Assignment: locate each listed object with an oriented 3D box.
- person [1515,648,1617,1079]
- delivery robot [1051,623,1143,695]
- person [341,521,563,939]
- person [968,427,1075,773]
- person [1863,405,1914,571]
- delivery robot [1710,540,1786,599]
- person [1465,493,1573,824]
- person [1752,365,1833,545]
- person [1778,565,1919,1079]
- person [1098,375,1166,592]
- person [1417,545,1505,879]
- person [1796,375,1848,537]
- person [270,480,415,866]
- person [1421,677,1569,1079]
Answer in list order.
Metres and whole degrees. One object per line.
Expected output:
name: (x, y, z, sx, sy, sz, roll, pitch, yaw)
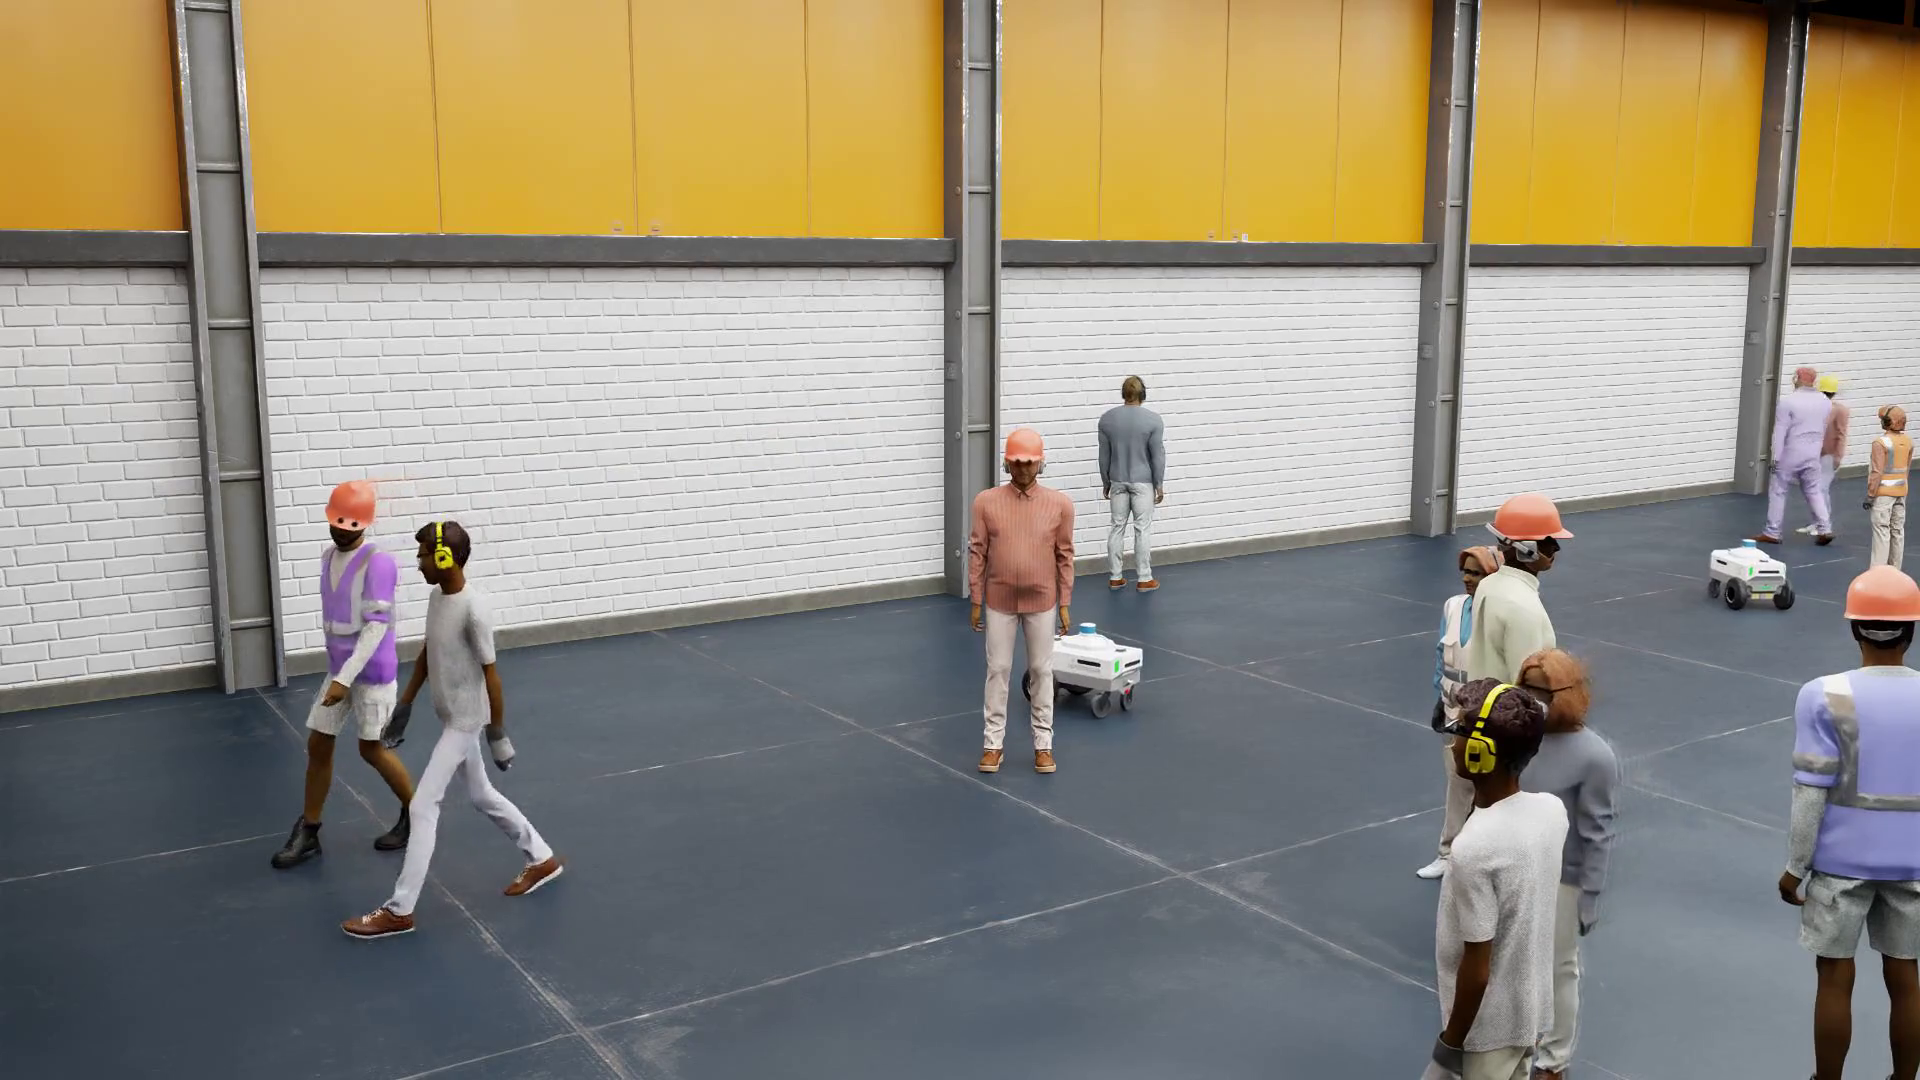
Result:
person: (1.970, 1.167, 5.722, 0.454, 1.614, 0.530, -7, 12, -36)
delivery robot: (0.841, 0.790, 10.932, 0.707, 0.478, 0.477, 8, 12, 38)
person: (-2.255, 0.808, 7.411, 1.014, 1.802, 0.481, -6, 11, -31)
person: (0.350, 0.347, 9.551, 0.611, 1.996, 0.375, 0, 9, 3)
person: (8.445, -0.405, 15.152, 0.514, 1.642, 0.310, -5, 11, -28)
delivery robot: (6.746, 0.240, 14.248, 0.477, 0.478, 0.707, -1, 9, -3)
person: (2.274, 0.797, 6.839, 0.378, 1.996, 0.611, 0, 9, 1)
person: (8.710, -0.862, 17.234, 0.699, 1.882, 0.575, -2, 10, -14)
person: (3.009, 1.045, 5.533, 0.547, 1.934, 0.376, 1, 9, 4)
person: (1.535, -0.502, 14.838, 0.630, 1.940, 0.372, 5, 11, 27)
person: (2.403, 0.830, 7.710, 0.314, 1.642, 0.514, -5, 11, -29)
person: (9.236, -0.897, 17.814, 0.451, 1.739, 0.560, -4, 10, -22)
person: (-2.978, 0.646, 8.114, 0.554, 1.882, 0.741, 6, 11, 34)
person: (1.358, 1.276, 4.332, 0.328, 1.873, 0.519, 9, 13, 42)
